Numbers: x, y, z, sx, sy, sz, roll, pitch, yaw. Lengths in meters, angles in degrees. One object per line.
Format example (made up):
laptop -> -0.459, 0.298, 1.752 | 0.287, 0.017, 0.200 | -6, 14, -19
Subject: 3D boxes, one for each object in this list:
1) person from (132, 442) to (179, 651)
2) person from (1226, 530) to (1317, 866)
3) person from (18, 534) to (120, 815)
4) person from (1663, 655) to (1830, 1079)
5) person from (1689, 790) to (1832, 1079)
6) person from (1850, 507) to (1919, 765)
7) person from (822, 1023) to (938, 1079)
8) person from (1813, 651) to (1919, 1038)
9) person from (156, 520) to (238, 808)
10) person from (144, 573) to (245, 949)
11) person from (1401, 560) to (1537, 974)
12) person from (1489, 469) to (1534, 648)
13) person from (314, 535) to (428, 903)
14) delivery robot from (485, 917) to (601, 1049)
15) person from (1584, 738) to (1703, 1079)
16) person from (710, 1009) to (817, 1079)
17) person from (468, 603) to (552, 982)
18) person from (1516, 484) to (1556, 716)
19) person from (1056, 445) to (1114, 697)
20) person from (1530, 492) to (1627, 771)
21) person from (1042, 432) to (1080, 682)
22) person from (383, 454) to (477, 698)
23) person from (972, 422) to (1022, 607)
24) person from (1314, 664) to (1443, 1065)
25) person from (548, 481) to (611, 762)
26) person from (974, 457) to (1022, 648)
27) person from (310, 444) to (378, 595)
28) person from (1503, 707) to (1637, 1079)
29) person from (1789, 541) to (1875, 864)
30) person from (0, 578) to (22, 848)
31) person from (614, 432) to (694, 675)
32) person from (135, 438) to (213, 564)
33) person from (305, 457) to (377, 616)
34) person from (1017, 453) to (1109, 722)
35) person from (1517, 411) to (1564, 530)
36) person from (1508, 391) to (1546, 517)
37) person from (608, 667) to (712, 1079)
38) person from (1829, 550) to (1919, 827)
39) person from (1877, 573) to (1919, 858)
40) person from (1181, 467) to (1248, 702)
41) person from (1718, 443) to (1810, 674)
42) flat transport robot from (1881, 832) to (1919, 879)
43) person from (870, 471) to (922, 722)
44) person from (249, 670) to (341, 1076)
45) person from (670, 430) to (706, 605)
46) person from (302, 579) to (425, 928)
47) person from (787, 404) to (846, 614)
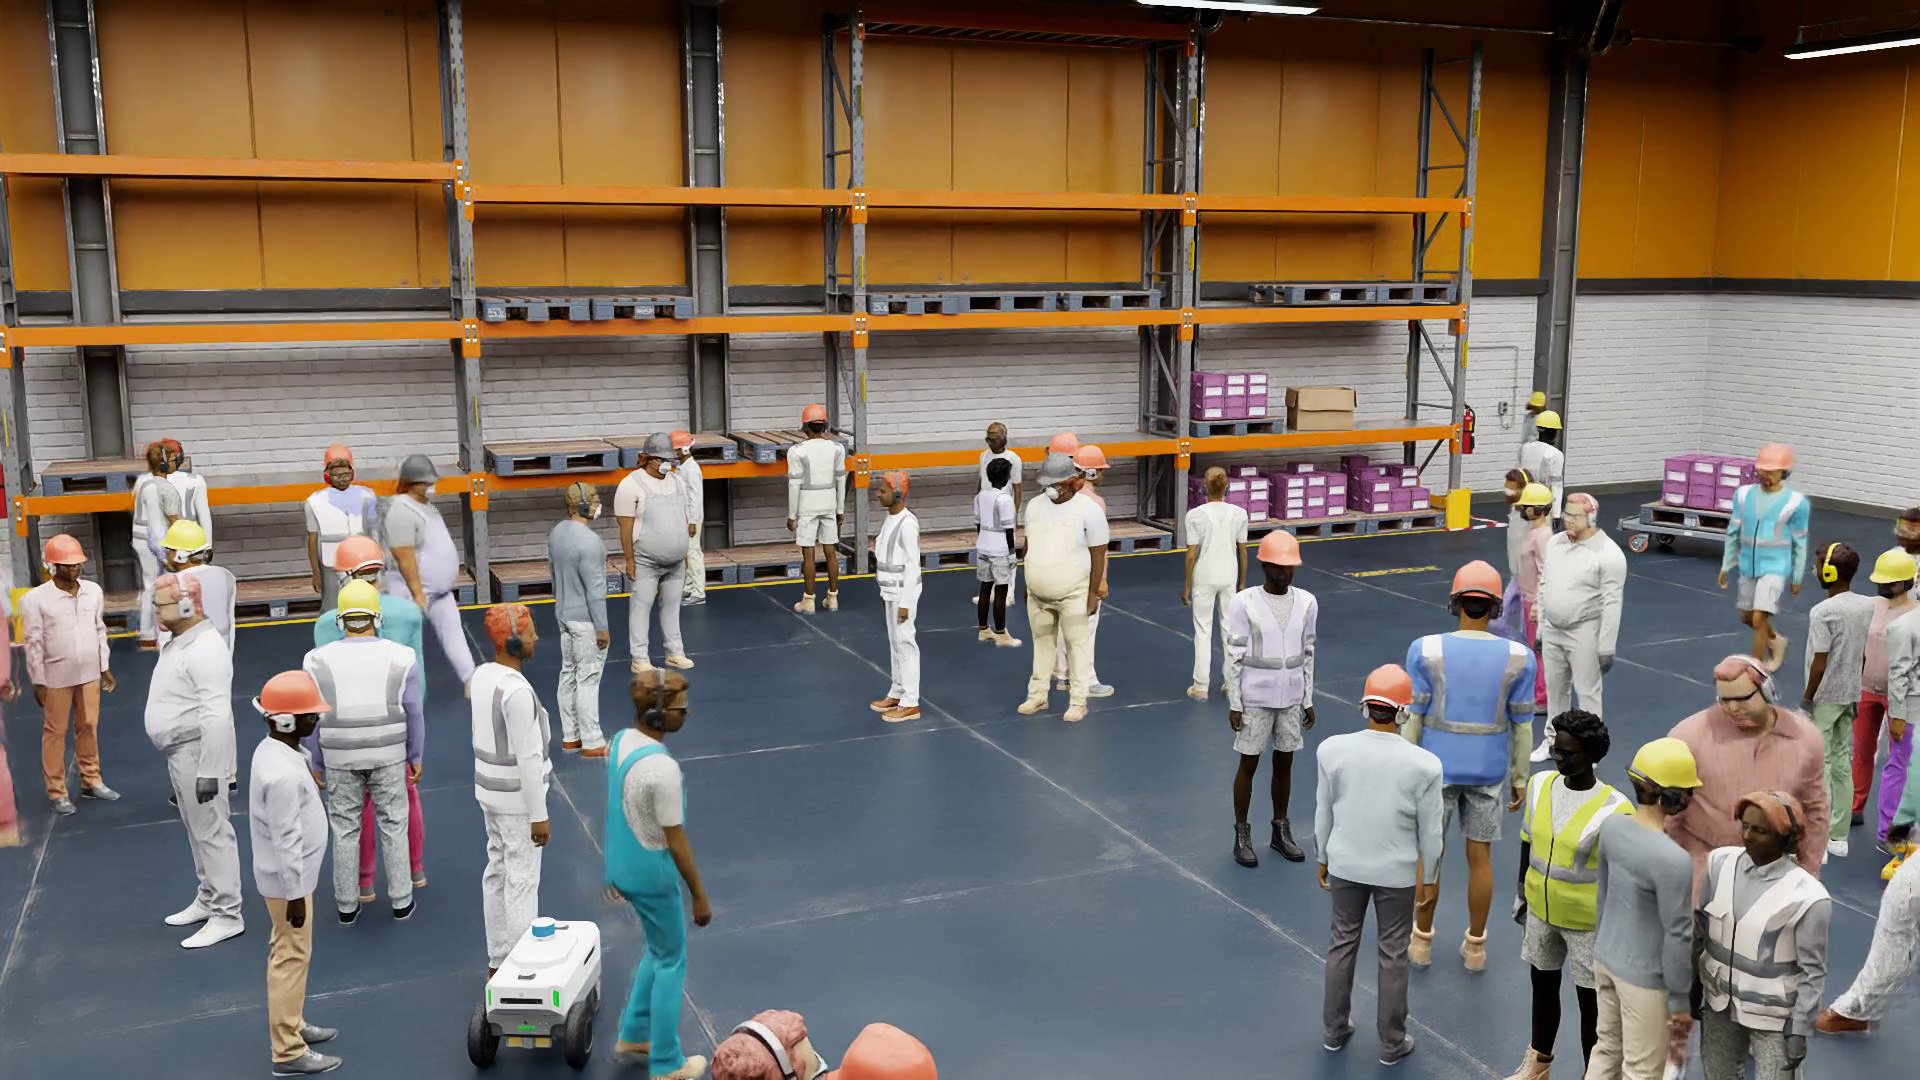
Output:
person -> -6.999, 0.066, 14.550 | 0.527, 1.855, 0.606 | -4, 10, -20
person -> 1.791, 0.898, 9.528 | 0.545, 1.942, 0.349 | -3, 10, -15
person -> -5.580, 0.829, 10.461 | 0.329, 1.753, 0.560 | 5, 11, 25
person -> 3.225, 1.388, 6.975 | 0.750, 1.866, 0.666 | 0, 10, 2
person -> 2.815, 1.674, 5.917 | 0.307, 1.642, 0.514 | -5, 11, -27
person -> 6.463, 0.659, 11.293 | 0.921, 1.817, 0.516 | -4, 10, -20
person -> -0.157, 1.967, 3.895 | 0.573, 1.753, 0.330 | -8, 13, -38
person -> 4.342, 1.323, 7.273 | 1.052, 1.880, 0.679 | 4, 11, 21
person -> -4.839, 0.777, 10.523 | 0.403, 1.837, 0.590 | 3, 10, 18
person -> -3.900, 1.103, 8.446 | 0.407, 1.905, 0.655 | -7, 12, -34
person -> 2.450, 1.104, 8.096 | 0.619, 2.029, 0.409 | 1, 10, 8
person -> 4.420, 0.346, 13.011 | 0.478, 1.835, 0.539 | -1, 10, -4
person -> -3.197, 0.960, 9.036 | 0.614, 1.987, 0.406 | -10, 14, -44
delivery robot -> -1.838, 1.917, 7.373 | 0.477, 0.478, 0.707 | 0, 10, 2
person -> 2.516, 1.584, 6.114 | 0.340, 1.760, 0.530 | -1, 10, -8
person -> -0.390, 1.938, 3.620 | 0.408, 1.913, 0.644 | -5, 11, -25
person -> -2.088, 1.224, 7.819 | 0.355, 1.883, 0.574 | -8, 12, -38
person -> 4.343, 0.450, 12.611 | 0.328, 1.767, 0.532 | 3, 10, 14
person -> 0.988, 0.239, 13.164 | 0.395, 1.992, 0.619 | -5, 11, -29
person -> 4.129, 0.623, 11.217 | 0.406, 1.905, 0.648 | -5, 11, -27
person -> 0.844, 0.134, 13.631 | 0.378, 2.045, 0.605 | 2, 10, 10
person -> -4.152, 0.280, 12.802 | 1.011, 2.000, 0.690 | 1, 10, 3
person -> 0.370, -0.254, 16.457 | 0.506, 1.840, 0.343 | 7, 12, 36
person -> 1.817, 1.396, 7.239 | 0.558, 1.744, 0.345 | 5, 11, 27
person -> -2.604, 0.557, 11.499 | 0.371, 1.941, 0.627 | -8, 13, -38
person -> 0.329, 0.108, 14.781 | 0.321, 1.696, 0.530 | -6, 12, -32
person -> -5.066, 0.177, 13.692 | 0.547, 1.938, 0.359 | -8, 13, -39
person -> 2.461, 1.507, 6.723 | 0.315, 1.696, 0.541 | -6, 12, -31
person -> 4.988, 0.930, 9.566 | 0.508, 1.865, 0.328 | -6, 11, -30
person -> -5.942, 0.821, 9.684 | 0.805, 2.000, 0.689 | -2, 10, -11
person -> -2.492, 0.103, 13.821 | 0.535, 2.000, 0.680 | 9, 13, 42
person -> -6.864, 0.049, 14.571 | 0.587, 1.885, 0.341 | -3, 10, -19
person -> -5.069, 0.229, 13.649 | 0.396, 1.847, 0.565 | 9, 13, 41
person -> 0.733, 0.340, 12.452 | 0.678, 2.000, 0.536 | 7, 12, 34
person -> 5.850, -0.346, 16.775 | 0.391, 1.919, 0.581 | -5, 11, -26
person -> 7.457, -1.086, 21.626 | 0.470, 1.708, 0.519 | -5, 11, -25
person -> -1.255, 1.410, 6.909 | 0.401, 1.824, 0.548 | -6, 12, -32
person -> 5.513, 0.922, 9.915 | 0.327, 1.760, 0.523 | -6, 12, -31
person -> 5.583, 0.977, 9.620 | 0.560, 1.749, 0.329 | -5, 11, -27
person -> 1.984, 0.347, 12.977 | 0.516, 1.843, 0.327 | -2, 10, -11
person -> 6.478, 0.209, 13.289 | 0.879, 2.020, 0.602 | -6, 12, -33
flat transport robot -> 5.823, 1.740, 9.482 | 0.652, 0.197, 1.431 | 9, 13, 43
person -> -0.467, 0.416, 12.473 | 0.355, 1.883, 0.572 | -3, 10, -15
person -> -2.844, 1.411, 7.142 | 0.350, 1.743, 0.570 | -4, 11, -23
person -> -2.735, -0.226, 16.559 | 0.350, 1.744, 0.564 | -4, 11, -21
person -> -3.090, 1.109, 8.665 | 0.586, 1.824, 0.404 | -3, 10, -19
person -> -1.405, -0.301, 16.140 | 0.614, 2.043, 0.374 | -6, 12, -31
